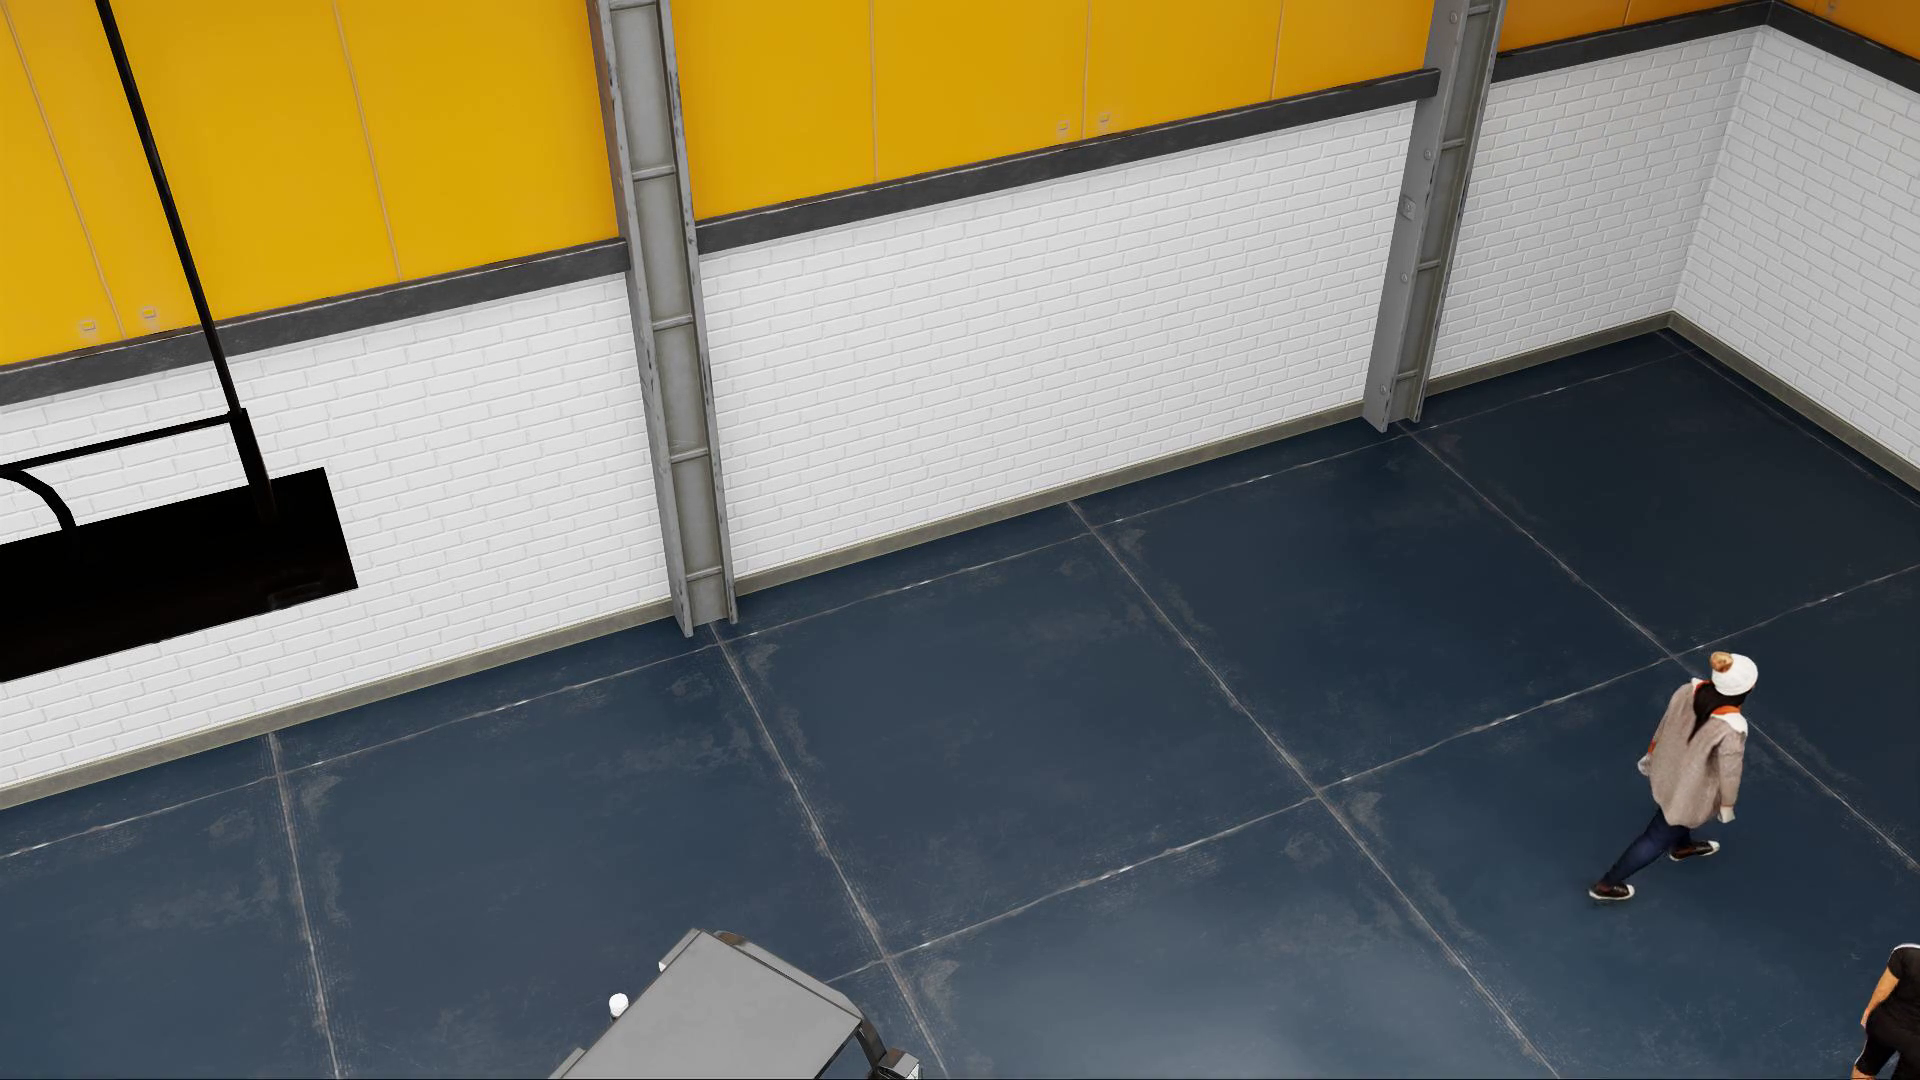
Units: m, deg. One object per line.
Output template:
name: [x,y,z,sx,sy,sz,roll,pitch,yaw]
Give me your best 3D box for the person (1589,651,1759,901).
person: [4.051,1.374,9.465,1.243,1.842,0.880,-8,39,-10]
